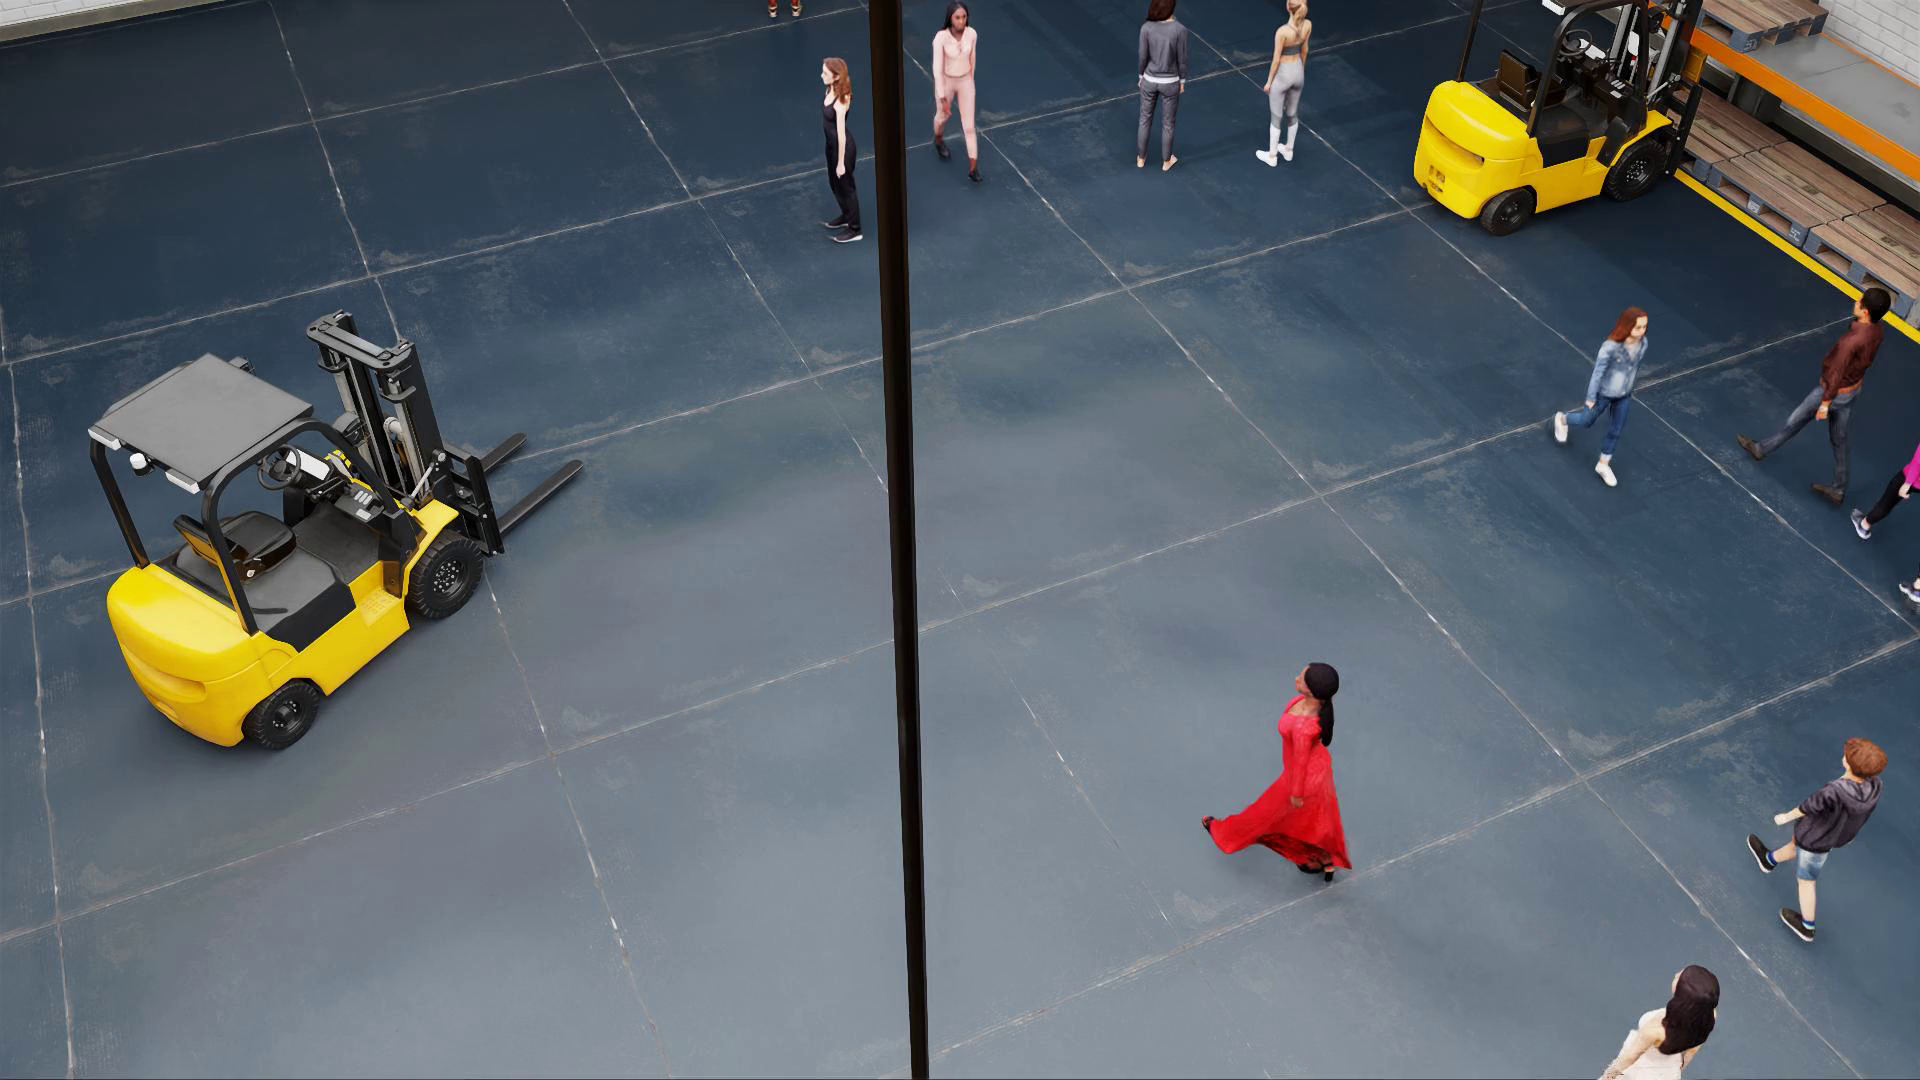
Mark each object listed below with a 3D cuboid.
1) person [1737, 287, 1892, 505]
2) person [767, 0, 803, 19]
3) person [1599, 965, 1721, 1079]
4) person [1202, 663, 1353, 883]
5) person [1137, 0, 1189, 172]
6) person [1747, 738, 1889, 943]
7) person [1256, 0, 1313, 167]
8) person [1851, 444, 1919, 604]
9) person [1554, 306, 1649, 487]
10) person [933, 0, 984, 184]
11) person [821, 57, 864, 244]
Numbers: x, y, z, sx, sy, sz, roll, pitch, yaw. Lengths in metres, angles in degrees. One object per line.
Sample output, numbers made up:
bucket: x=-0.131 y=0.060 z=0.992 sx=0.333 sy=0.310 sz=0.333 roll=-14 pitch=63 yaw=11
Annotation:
person: x=6.455 y=-1.013 z=12.113 sx=0.830 sy=1.730 sz=1.201 roll=-27 pitch=50 yaw=-25
person: x=-1.946 y=-6.517 z=17.835 sx=0.685 sy=1.806 sz=0.647 roll=-4 pitch=44 yaw=-4
person: x=3.420 y=2.711 z=8.211 sx=0.622 sy=1.720 sz=0.888 roll=-13 pitch=45 yaw=-14
person: x=2.052 y=1.388 z=9.595 sx=1.232 sy=1.736 sz=1.075 roll=21 pitch=47 yaw=20
person: x=1.878 y=-4.290 z=15.525 sx=0.688 sy=1.768 sz=0.730 roll=11 pitch=45 yaw=11
person: x=4.944 y=1.720 z=9.475 sx=0.601 sy=1.410 sz=0.962 roll=-13 pitch=45 yaw=-14
person: x=3.075 y=-4.326 z=15.610 sx=0.557 sy=1.702 sz=0.530 roll=-18 pitch=47 yaw=-18
person: x=6.713 y=-0.324 z=11.457 sx=0.946 sy=1.647 sz=1.278 roll=-1 pitch=44 yaw=-1
person: x=4.828 y=-1.155 z=12.462 sx=0.653 sy=1.453 sz=0.975 roll=-12 pitch=45 yaw=-13
person: x=-0.095 y=-4.235 z=15.531 sx=0.647 sy=1.680 sz=1.126 roll=-16 pitch=46 yaw=-16
person: x=-1.038 y=-3.454 z=14.664 sx=0.645 sy=1.745 sz=0.455 roll=-15 pitch=46 yaw=-15
